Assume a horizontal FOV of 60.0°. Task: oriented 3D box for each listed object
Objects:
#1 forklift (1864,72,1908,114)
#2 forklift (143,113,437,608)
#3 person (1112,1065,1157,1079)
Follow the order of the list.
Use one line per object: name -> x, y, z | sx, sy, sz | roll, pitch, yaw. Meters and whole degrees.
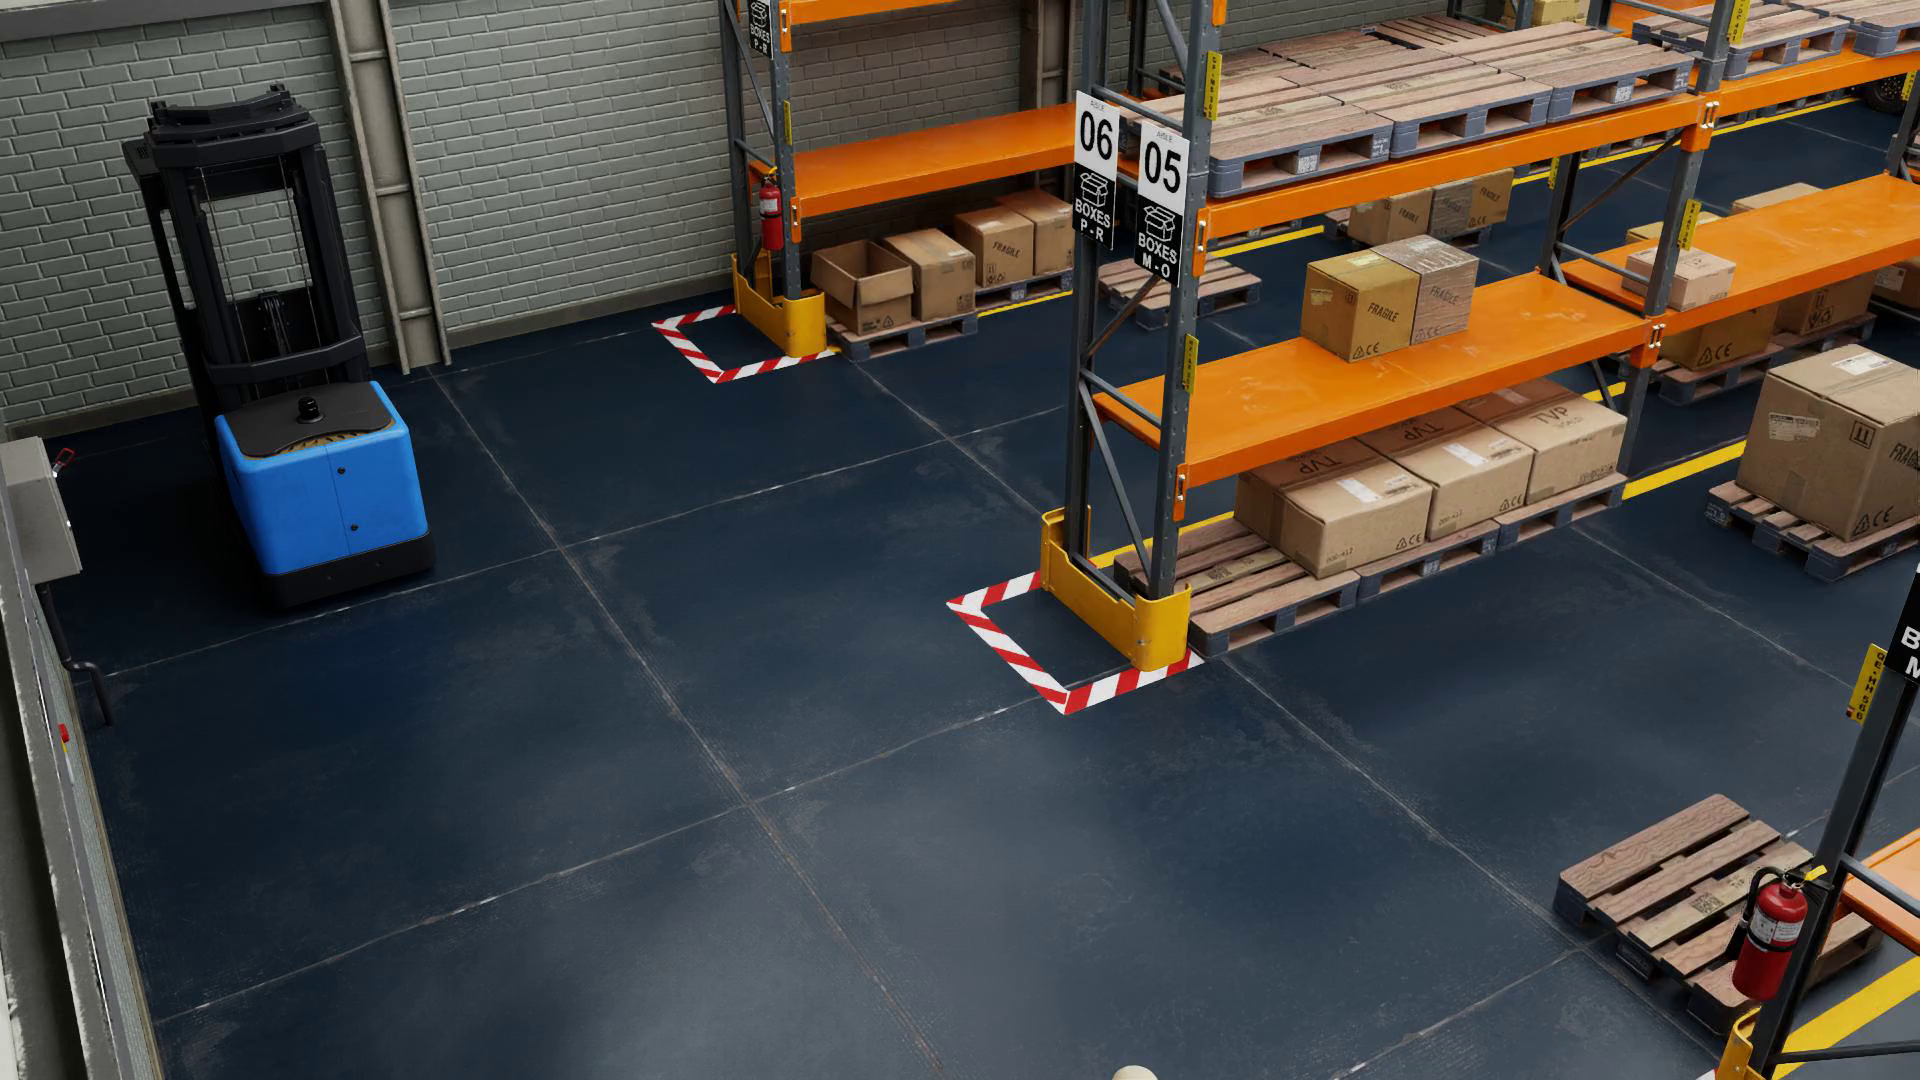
forklift -> 11.468, -5.645, 18.244 | 1.214, 2.155, 2.313 | -17, 36, -26
forklift -> -4.289, -1.259, 10.509 | 1.129, 2.768, 1.873 | -17, 36, -26
person -> 0.533, 2.398, 5.610 | 0.592, 1.800, 0.396 | -1, 32, -2
